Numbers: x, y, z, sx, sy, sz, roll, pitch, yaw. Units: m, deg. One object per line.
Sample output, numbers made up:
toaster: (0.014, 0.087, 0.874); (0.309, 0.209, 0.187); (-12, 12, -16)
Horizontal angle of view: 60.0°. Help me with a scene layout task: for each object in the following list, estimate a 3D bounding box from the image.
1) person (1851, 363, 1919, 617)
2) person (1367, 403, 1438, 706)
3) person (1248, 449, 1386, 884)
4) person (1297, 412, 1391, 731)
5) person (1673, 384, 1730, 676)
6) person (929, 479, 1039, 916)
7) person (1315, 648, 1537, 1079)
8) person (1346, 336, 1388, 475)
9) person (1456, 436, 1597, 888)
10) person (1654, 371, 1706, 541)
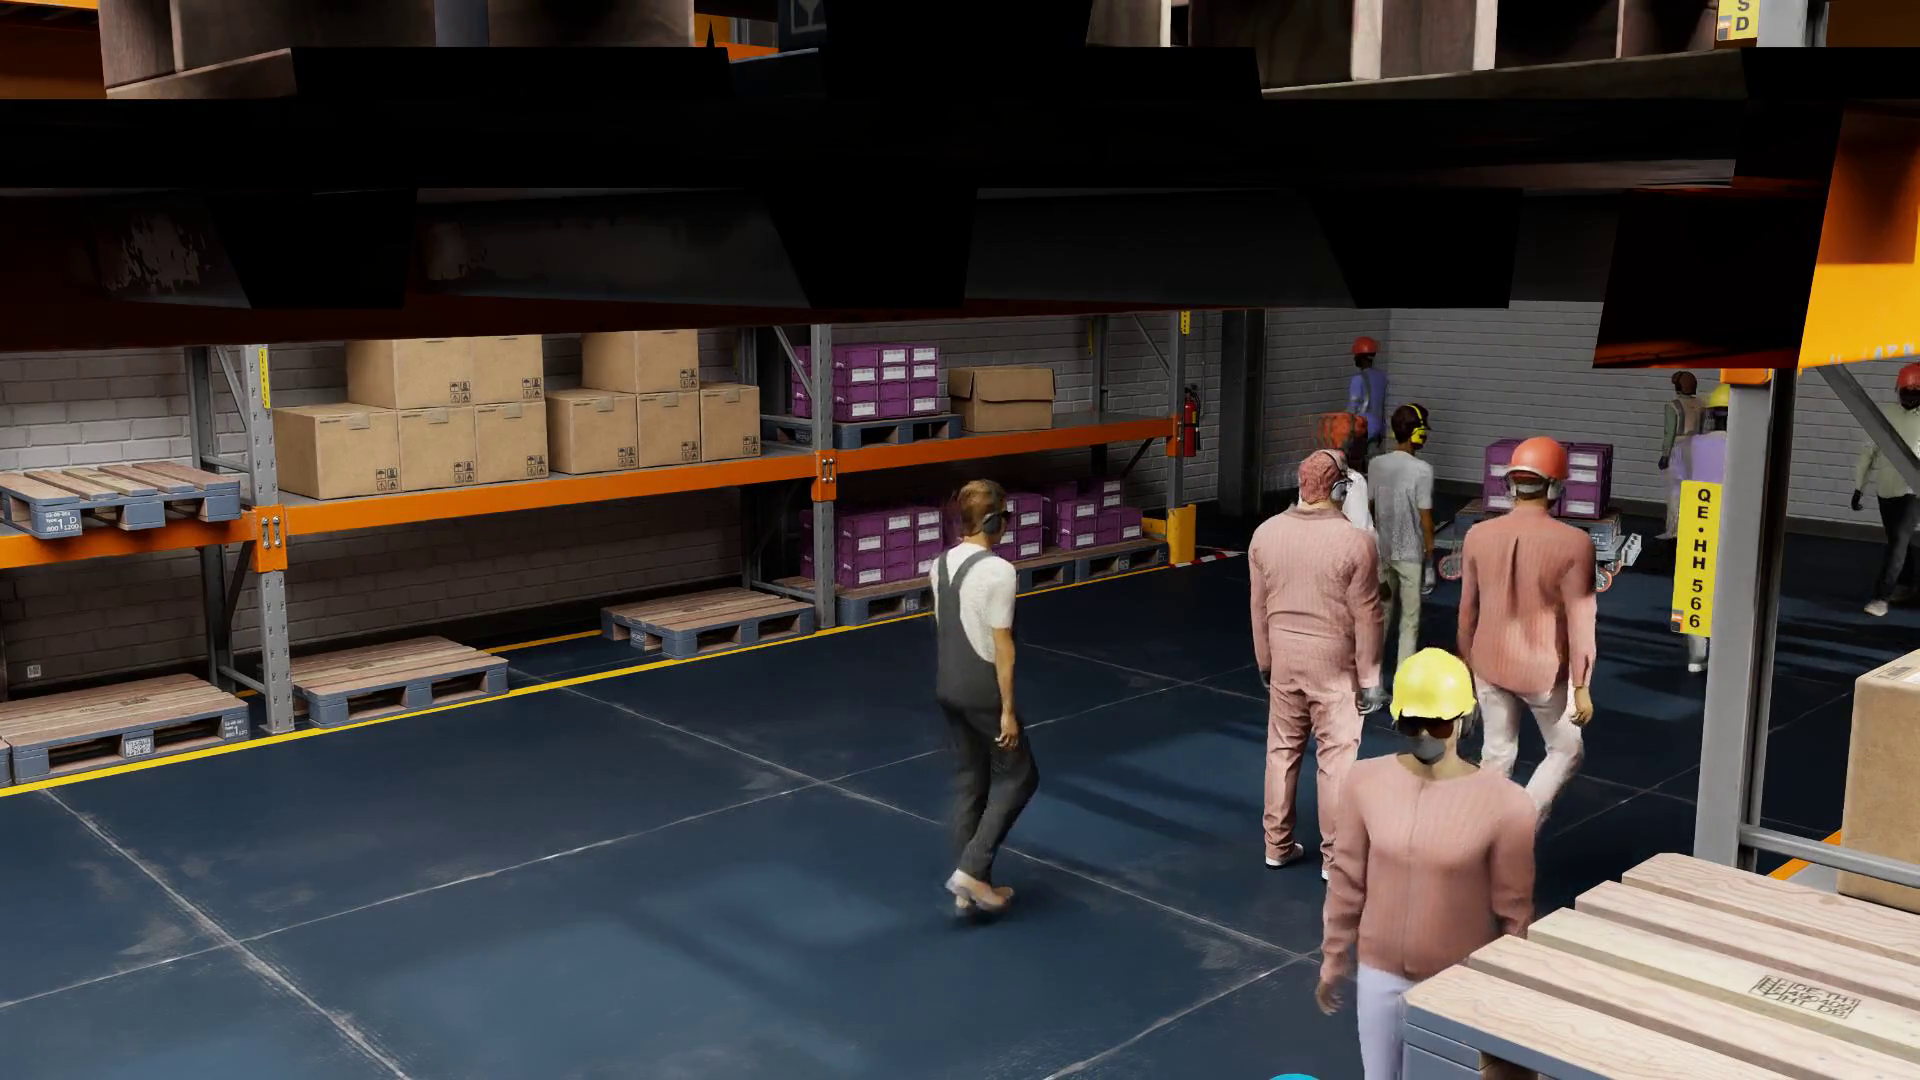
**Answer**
person: (7.305, -0.412, 12.904); (1.083, 1.929, 0.644); (-8, 13, -39)
person: (2.639, 0.120, 9.943); (0.310, 1.868, 0.533); (-7, 12, -35)
person: (1.581, 0.550, 7.310); (0.641, 1.909, 0.409); (9, 13, 43)
person: (2.221, 0.185, 9.578); (0.859, 1.849, 0.582); (-2, 10, -14)
person: (5.027, -0.074, 10.947); (0.732, 1.904, 0.617); (-9, 13, -43)
person: (0.094, 0.662, 6.894); (0.393, 1.824, 0.547); (-7, 12, -37)
person: (1.221, 1.129, 4.363); (0.531, 1.755, 0.408); (7, 12, 35)
person: (4.174, -1.131, 17.110); (0.567, 1.922, 0.646); (-9, 13, -43)
person: (2.409, 0.551, 7.084); (0.483, 1.975, 0.655); (-9, 13, -42)
person: (6.946, -0.804, 16.021); (0.523, 1.638, 0.310); (-5, 11, -27)
